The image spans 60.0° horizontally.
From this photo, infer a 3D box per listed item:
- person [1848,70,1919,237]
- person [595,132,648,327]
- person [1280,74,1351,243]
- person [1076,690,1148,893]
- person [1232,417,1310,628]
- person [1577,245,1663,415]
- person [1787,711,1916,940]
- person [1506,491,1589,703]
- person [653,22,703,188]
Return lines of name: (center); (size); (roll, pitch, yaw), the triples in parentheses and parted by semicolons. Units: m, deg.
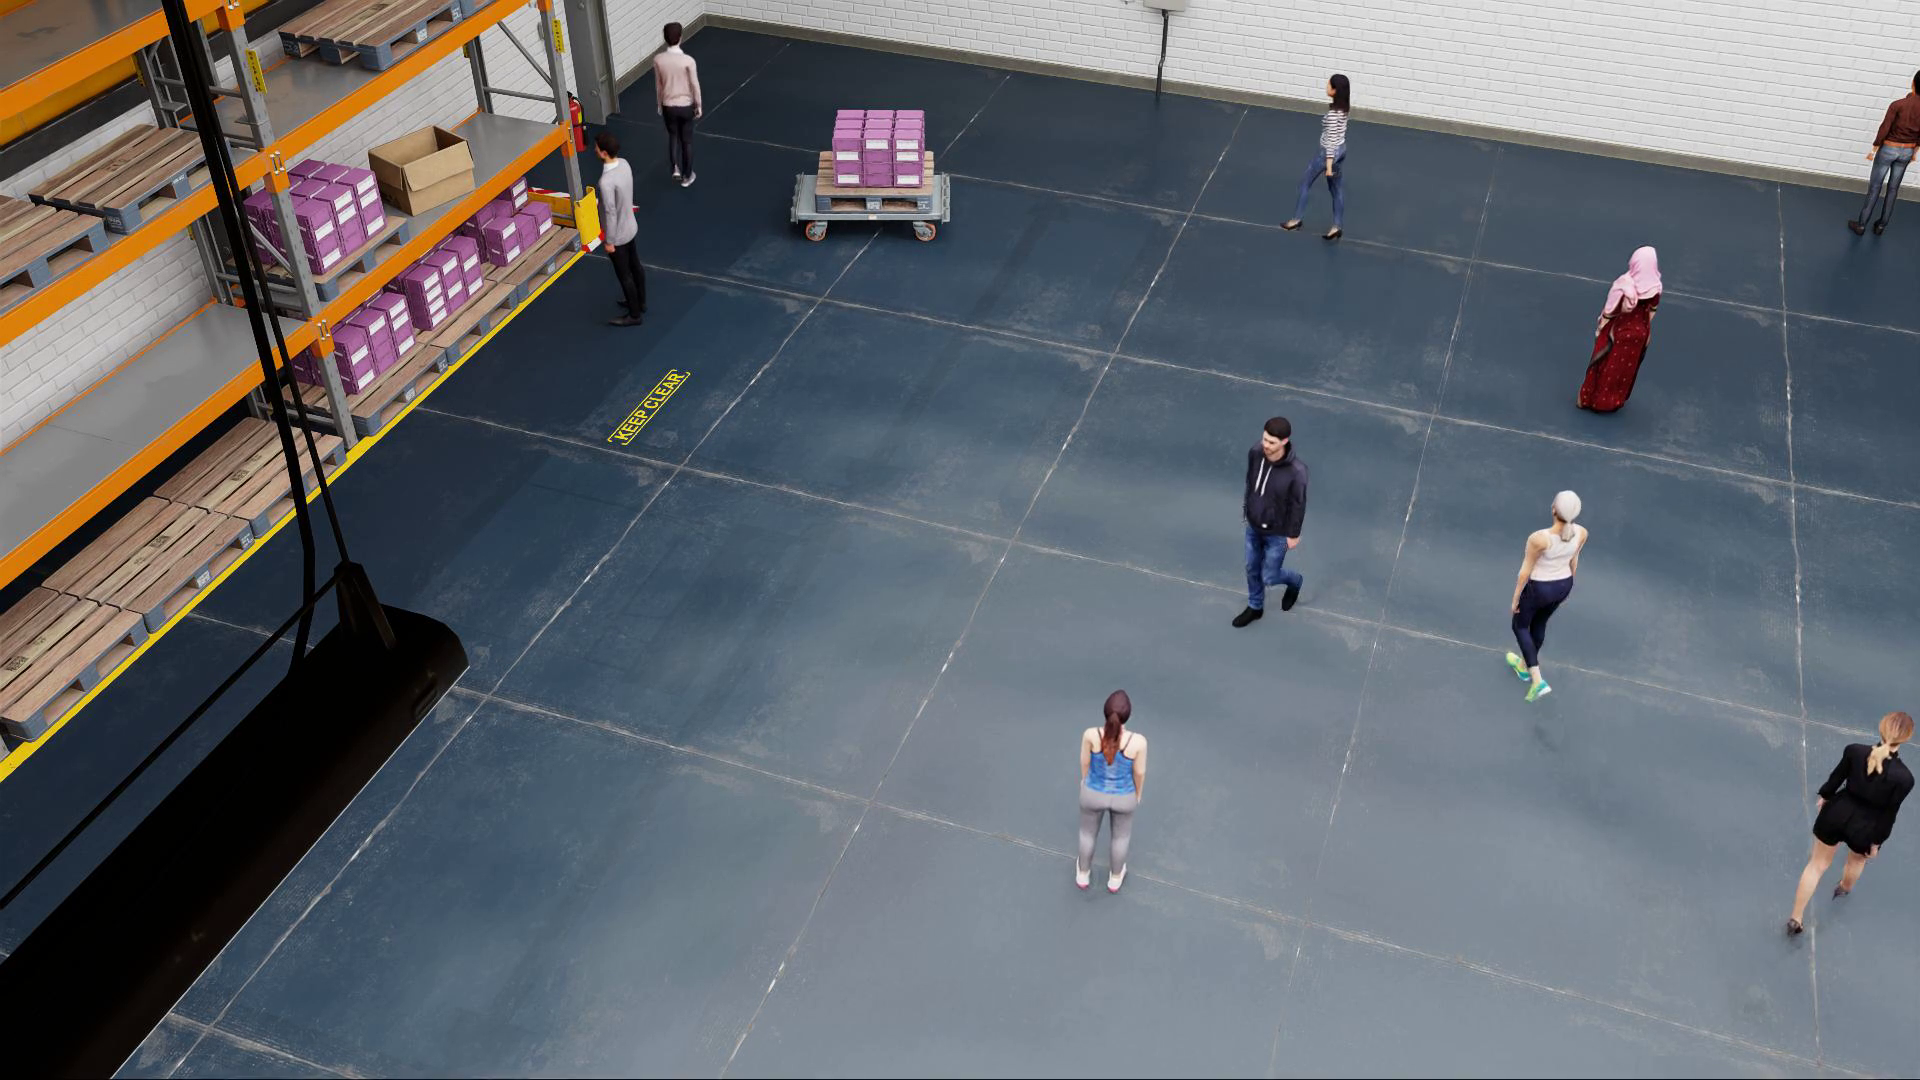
person: (9.569, -3.958, 16.993); (0.700, 1.782, 0.627); (3, 39, 3)
person: (-3.178, -2.912, 15.573); (0.853, 1.921, 0.628); (5, 39, 6)
person: (3.834, -3.829, 16.845); (0.799, 1.766, 0.899); (25, 45, 27)
person: (0.919, 1.554, 10.232); (0.589, 1.609, 0.583); (5, 39, 7)
person: (2.333, -0.156, 12.159); (1.000, 1.875, 0.918); (-25, 45, -28)
person: (5.773, -1.825, 14.439); (0.752, 1.637, 0.746); (-3, 39, -3)
person: (5.256, 1.740, 9.895); (1.045, 1.737, 0.856); (-31, 48, -33)
person: (4.104, 0.431, 11.577); (0.877, 1.684, 1.014); (-7, 39, -8)
person: (-3.039, -4.608, 17.795); (0.710, 1.798, 0.750); (4, 39, 6)
